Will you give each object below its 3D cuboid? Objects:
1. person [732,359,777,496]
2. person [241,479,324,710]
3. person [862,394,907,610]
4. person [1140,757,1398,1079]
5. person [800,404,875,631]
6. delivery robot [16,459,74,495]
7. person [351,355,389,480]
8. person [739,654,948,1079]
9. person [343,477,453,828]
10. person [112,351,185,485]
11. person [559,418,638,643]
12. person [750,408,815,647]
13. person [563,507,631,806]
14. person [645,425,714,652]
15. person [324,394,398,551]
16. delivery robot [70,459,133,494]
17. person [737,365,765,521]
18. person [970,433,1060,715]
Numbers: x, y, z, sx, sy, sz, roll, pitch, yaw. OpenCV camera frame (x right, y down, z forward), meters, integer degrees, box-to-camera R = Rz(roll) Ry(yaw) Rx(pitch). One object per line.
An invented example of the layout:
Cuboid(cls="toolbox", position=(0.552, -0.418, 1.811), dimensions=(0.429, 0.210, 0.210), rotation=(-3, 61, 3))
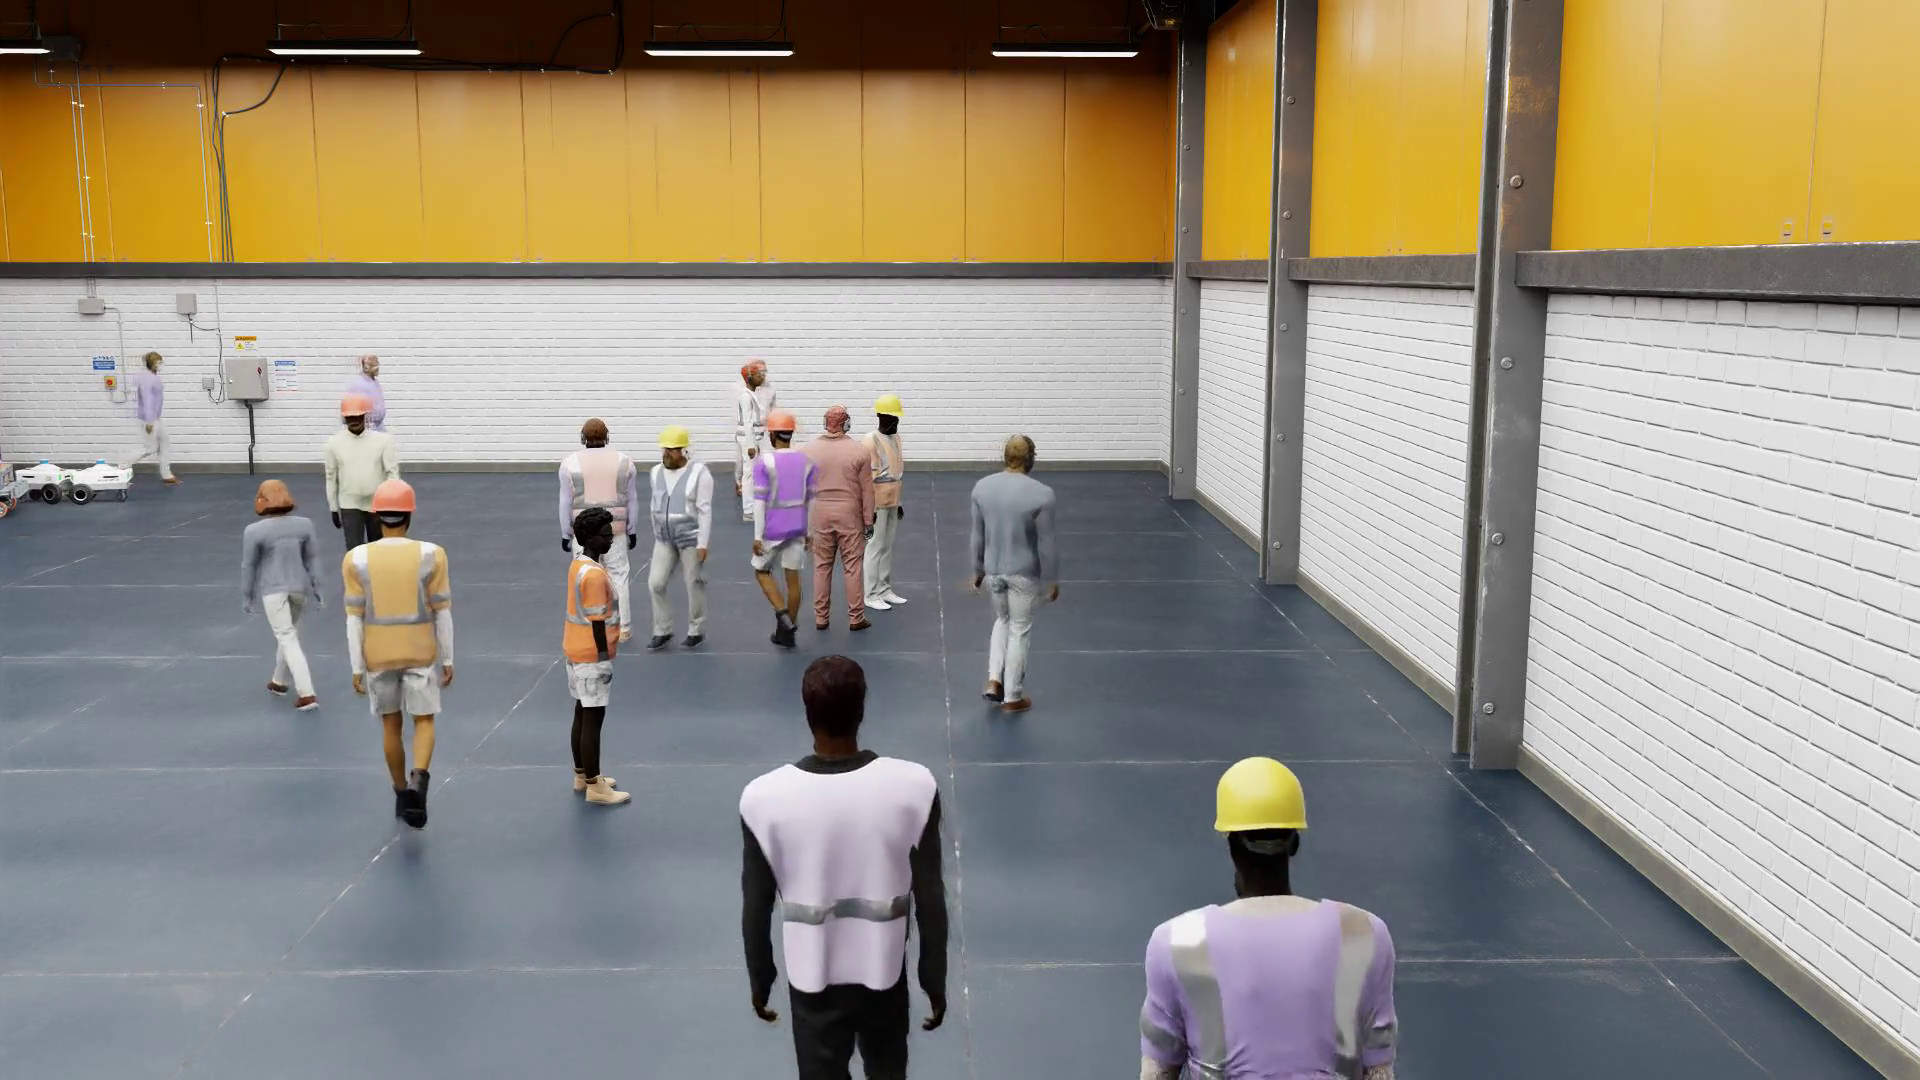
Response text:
Cuboid(cls="person", position=(-2.715, -1.454, 21.885), dimensions=(0.644, 1.868, 0.926), rotation=(-4, 10, -26))
Cuboid(cls="person", position=(-4.707, 0.369, 11.567), dimensions=(0.868, 1.580, 0.509), rotation=(8, 12, 40))
Cuboid(cls="person", position=(-0.660, -0.344, 14.890), dimensions=(0.385, 1.922, 0.594), rotation=(4, 10, 24))
Cuboid(cls="person", position=(0.736, 1.449, 4.066), dimensions=(0.606, 1.863, 1.006), rotation=(0, 9, -1))
Cuboid(cls="person", position=(-1.017, -0.183, 13.960), dimensions=(0.641, 1.908, 0.407), rotation=(2, 9, 9))
Cuboid(cls="delivery robot", position=(-11.901, -0.811, 21.654), dimensions=(0.707, 0.478, 0.477), rotation=(2, 9, 11))
Cuboid(cls="person", position=(-7.830, -1.533, 22.312), dimensions=(0.741, 1.882, 0.641), rotation=(1, 9, 5))
Cuboid(cls="person", position=(-0.351, 1.274, 5.003), dimensions=(0.605, 1.903, 0.561), rotation=(-1, 9, -8))
Cuboid(cls="person", position=(-3.022, 0.628, 8.978), dimensions=(0.548, 1.917, 0.726), rotation=(-3, 10, -15))
Cuboid(cls="person", position=(-11.360, -1.679, 23.158), dimensions=(0.818, 1.906, 0.658), rotation=(-3, 10, -15))
Cuboid(cls="person", position=(-2.920, -0.067, 13.451), dimensions=(0.634, 1.839, 0.429), rotation=(-4, 10, -21))
Cuboid(cls="person", position=(-1.421, -0.088, 13.317), dimensions=(0.563, 1.924, 0.399), rotation=(-6, 11, -34))
Cuboid(cls="person", position=(-2.088, 0.653, 9.470), dimensions=(0.322, 1.697, 0.532), rotation=(-4, 10, -22))
Cuboid(cls="person", position=(-2.238, 0.002, 13.118), dimensions=(0.597, 1.810, 0.632), rotation=(3, 10, 20))
Cuboid(cls="person", position=(-5.292, -0.333, 14.758), dimensions=(0.606, 1.951, 1.018), rotation=(-4, 10, -22))
Cuboid(cls="delivery robot", position=(-11.155, -0.806, 21.626), dimensions=(0.707, 0.478, 0.477), rotation=(-3, 10, -20))
Cuboid(cls="person", position=(-2.510, -1.172, 20.088), dimensions=(0.355, 1.884, 0.575), rotation=(-1, 9, -4))
Cuboid(cls="person", position=(0.386, 0.235, 11.344), dimensions=(0.653, 1.921, 0.453), rotation=(6, 11, 32))
